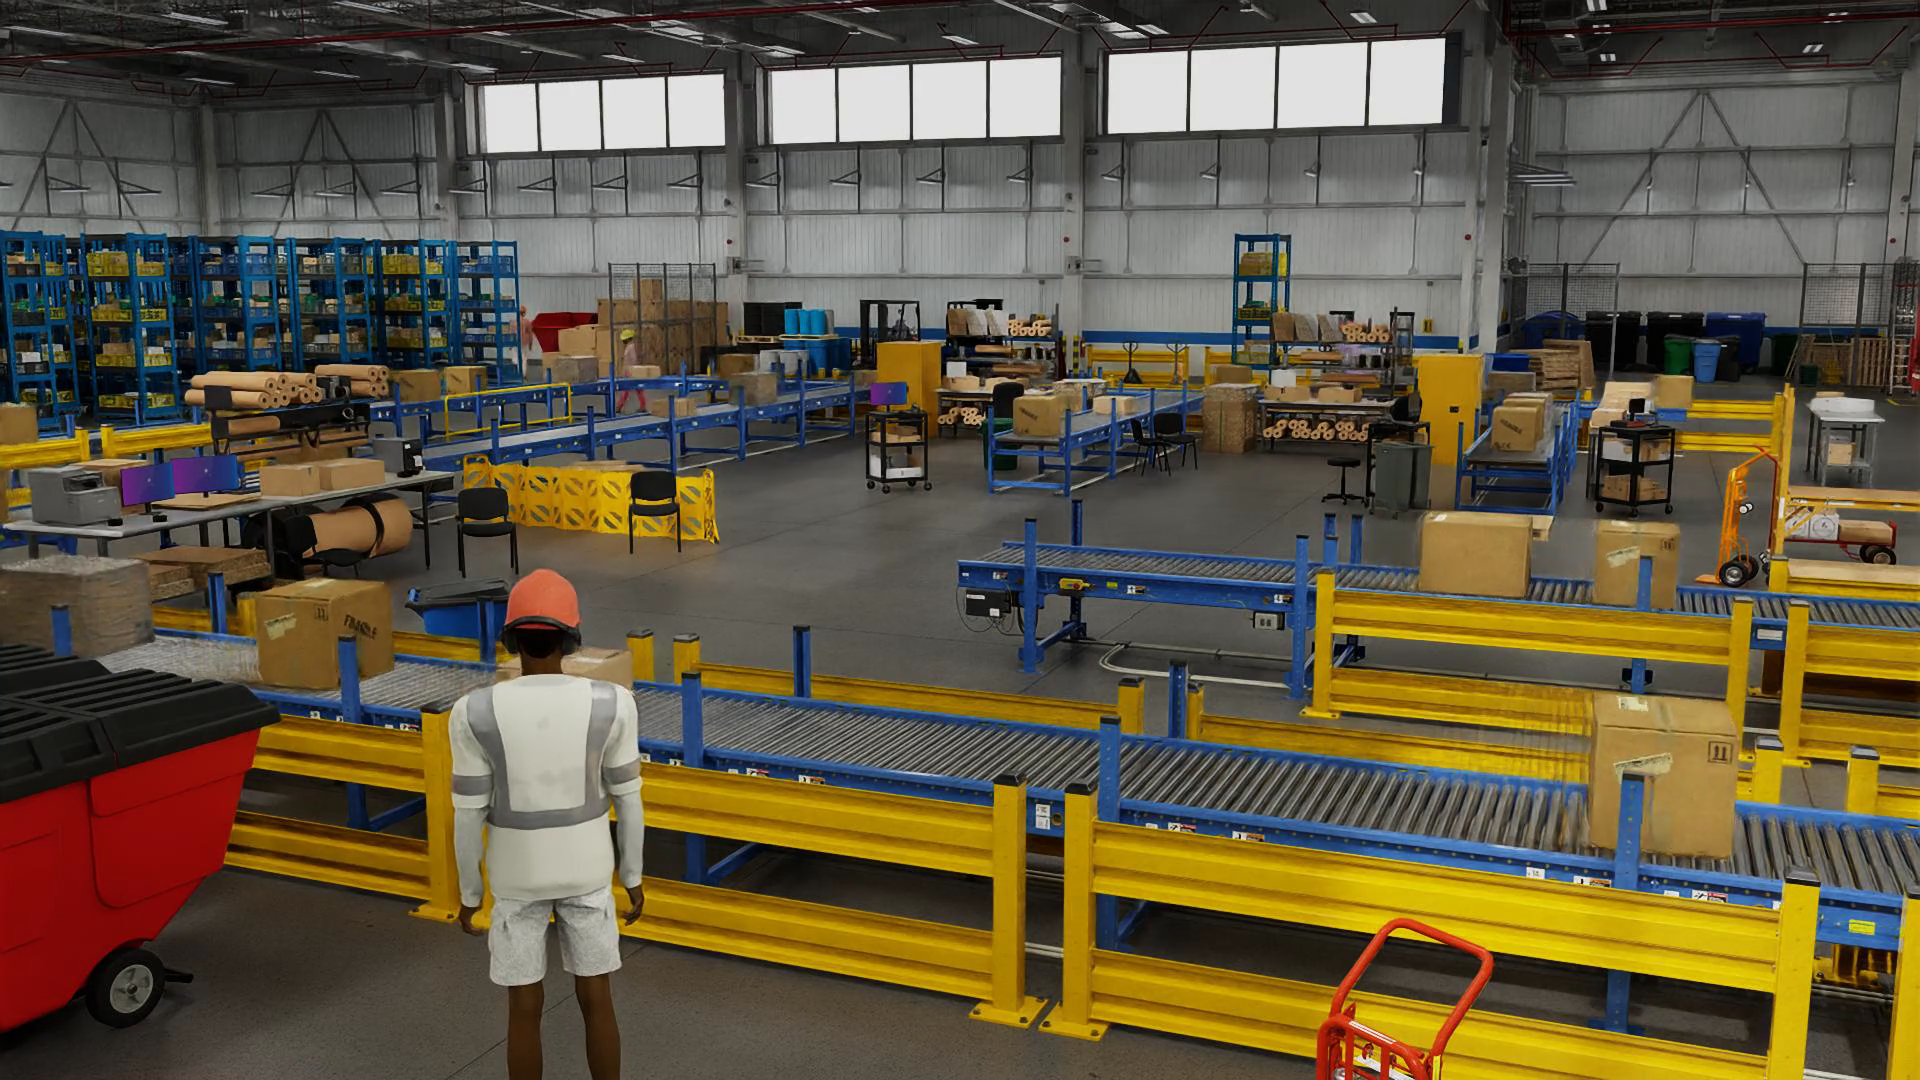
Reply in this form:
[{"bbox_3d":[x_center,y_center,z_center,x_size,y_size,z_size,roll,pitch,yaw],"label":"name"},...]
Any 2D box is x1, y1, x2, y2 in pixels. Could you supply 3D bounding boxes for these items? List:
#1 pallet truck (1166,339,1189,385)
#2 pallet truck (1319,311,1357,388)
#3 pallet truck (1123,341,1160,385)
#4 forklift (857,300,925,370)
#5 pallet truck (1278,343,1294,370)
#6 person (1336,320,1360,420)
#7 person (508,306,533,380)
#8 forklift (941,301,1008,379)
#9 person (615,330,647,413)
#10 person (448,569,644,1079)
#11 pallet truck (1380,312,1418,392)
[{"bbox_3d":[5.418,-4.269,40.420,0.704,1.261,1.522,3,10,20],"label":"pallet truck"},{"bbox_3d":[9.071,-4.419,39.190,0.823,1.965,1.885,5,10,26],"label":"pallet truck"},{"bbox_3d":[4.445,-4.380,41.279,0.680,1.201,1.601,4,10,22],"label":"pallet truck"},{"bbox_3d":[-1.732,-5.109,42.468,1.157,1.987,2.680,4,10,22],"label":"forklift"},{"bbox_3d":[7.886,-4.163,39.743,0.653,1.274,1.630,4,10,22],"label":"pallet truck"},{"bbox_3d":[7.208,-3.078,31.002,0.547,2.028,0.608,6,11,34],"label":"person"},{"bbox_3d":[-11.608,-5.192,43.925,0.629,1.978,0.460,-3,10,-17],"label":"person"},{"bbox_3d":[0.365,-4.966,41.571,1.157,1.987,2.680,3,10,20],"label":"forklift"},{"bbox_3d":[-6.847,-3.444,34.123,0.877,1.708,0.567,-3,10,-15],"label":"person"},{"bbox_3d":[-1.369,1.108,5.564,0.615,2.041,0.392,-3,10,-16],"label":"person"},{"bbox_3d":[10.207,-4.283,38.369,0.823,1.965,1.885,3,10,20],"label":"pallet truck"}]
